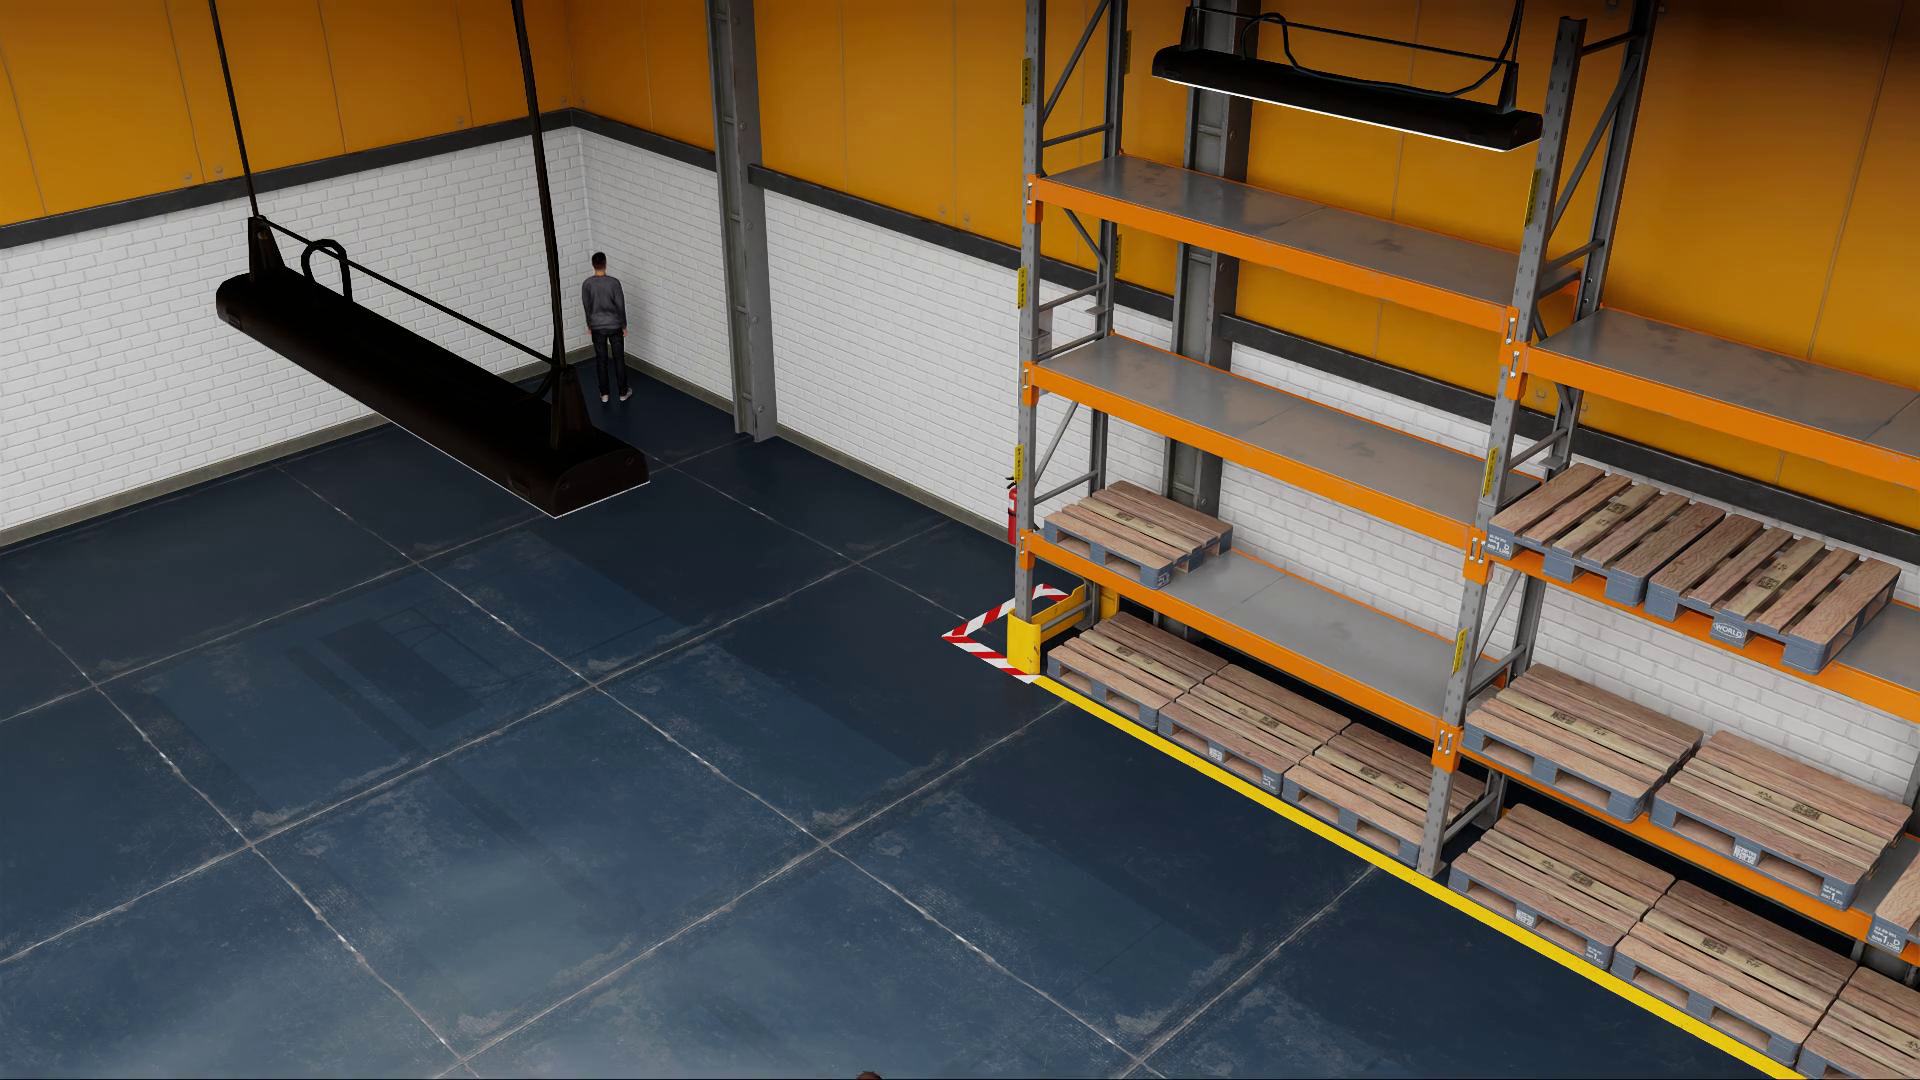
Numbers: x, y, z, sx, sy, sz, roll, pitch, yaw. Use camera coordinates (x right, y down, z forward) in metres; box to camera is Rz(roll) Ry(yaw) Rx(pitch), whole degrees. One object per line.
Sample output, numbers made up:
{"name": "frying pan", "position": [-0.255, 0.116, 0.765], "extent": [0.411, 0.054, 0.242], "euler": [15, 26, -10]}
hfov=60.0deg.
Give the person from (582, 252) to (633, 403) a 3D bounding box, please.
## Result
{"name": "person", "position": [-4.047, -2.441, 19.032], "extent": [0.697, 1.761, 0.734], "euler": [-3, 29, -5]}
